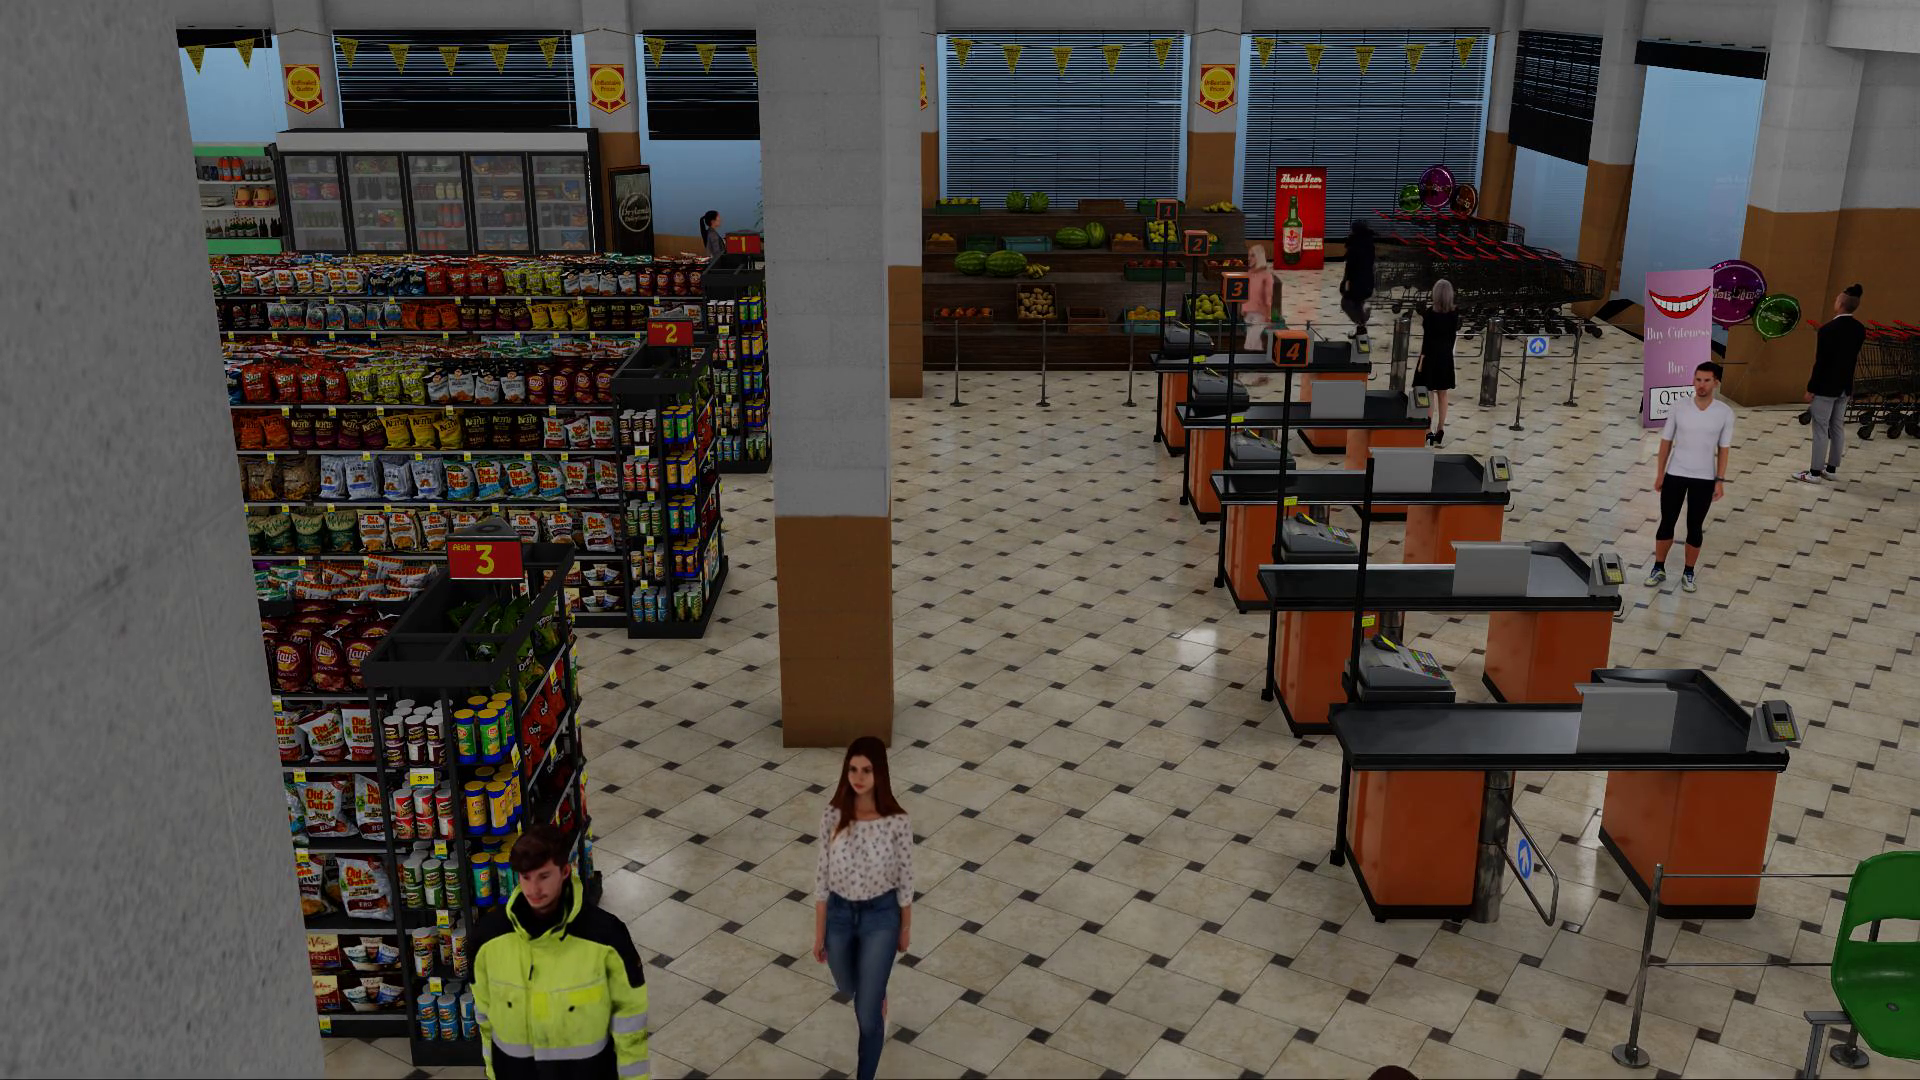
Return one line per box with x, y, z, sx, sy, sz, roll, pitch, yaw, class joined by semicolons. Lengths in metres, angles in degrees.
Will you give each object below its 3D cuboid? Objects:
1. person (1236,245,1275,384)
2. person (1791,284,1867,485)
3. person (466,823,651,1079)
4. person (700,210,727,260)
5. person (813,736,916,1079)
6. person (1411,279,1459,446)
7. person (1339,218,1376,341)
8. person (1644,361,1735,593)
3.594;-2.665;19.909;1.140;1.686;0.970;-13;22;-33;person
8.457;-1.516;16.090;0.693;1.950;0.847;-8;20;-22;person
-1.408;1.881;6.047;1.124;1.930;0.877;-1;19;-2;person
-3.412;-3.731;23.084;0.723;1.678;0.714;-8;20;-23;person
-0.411;1.615;7.190;1.081;1.703;0.808;5;19;13;person
4.995;-1.871;17.460;0.630;1.746;0.746;-8;20;-21;person
5.392;-3.452;22.277;0.833;1.665;0.899;-13;23;-34;person
5.841;-0.521;13.293;0.693;1.851;0.819;10;21;28;person
